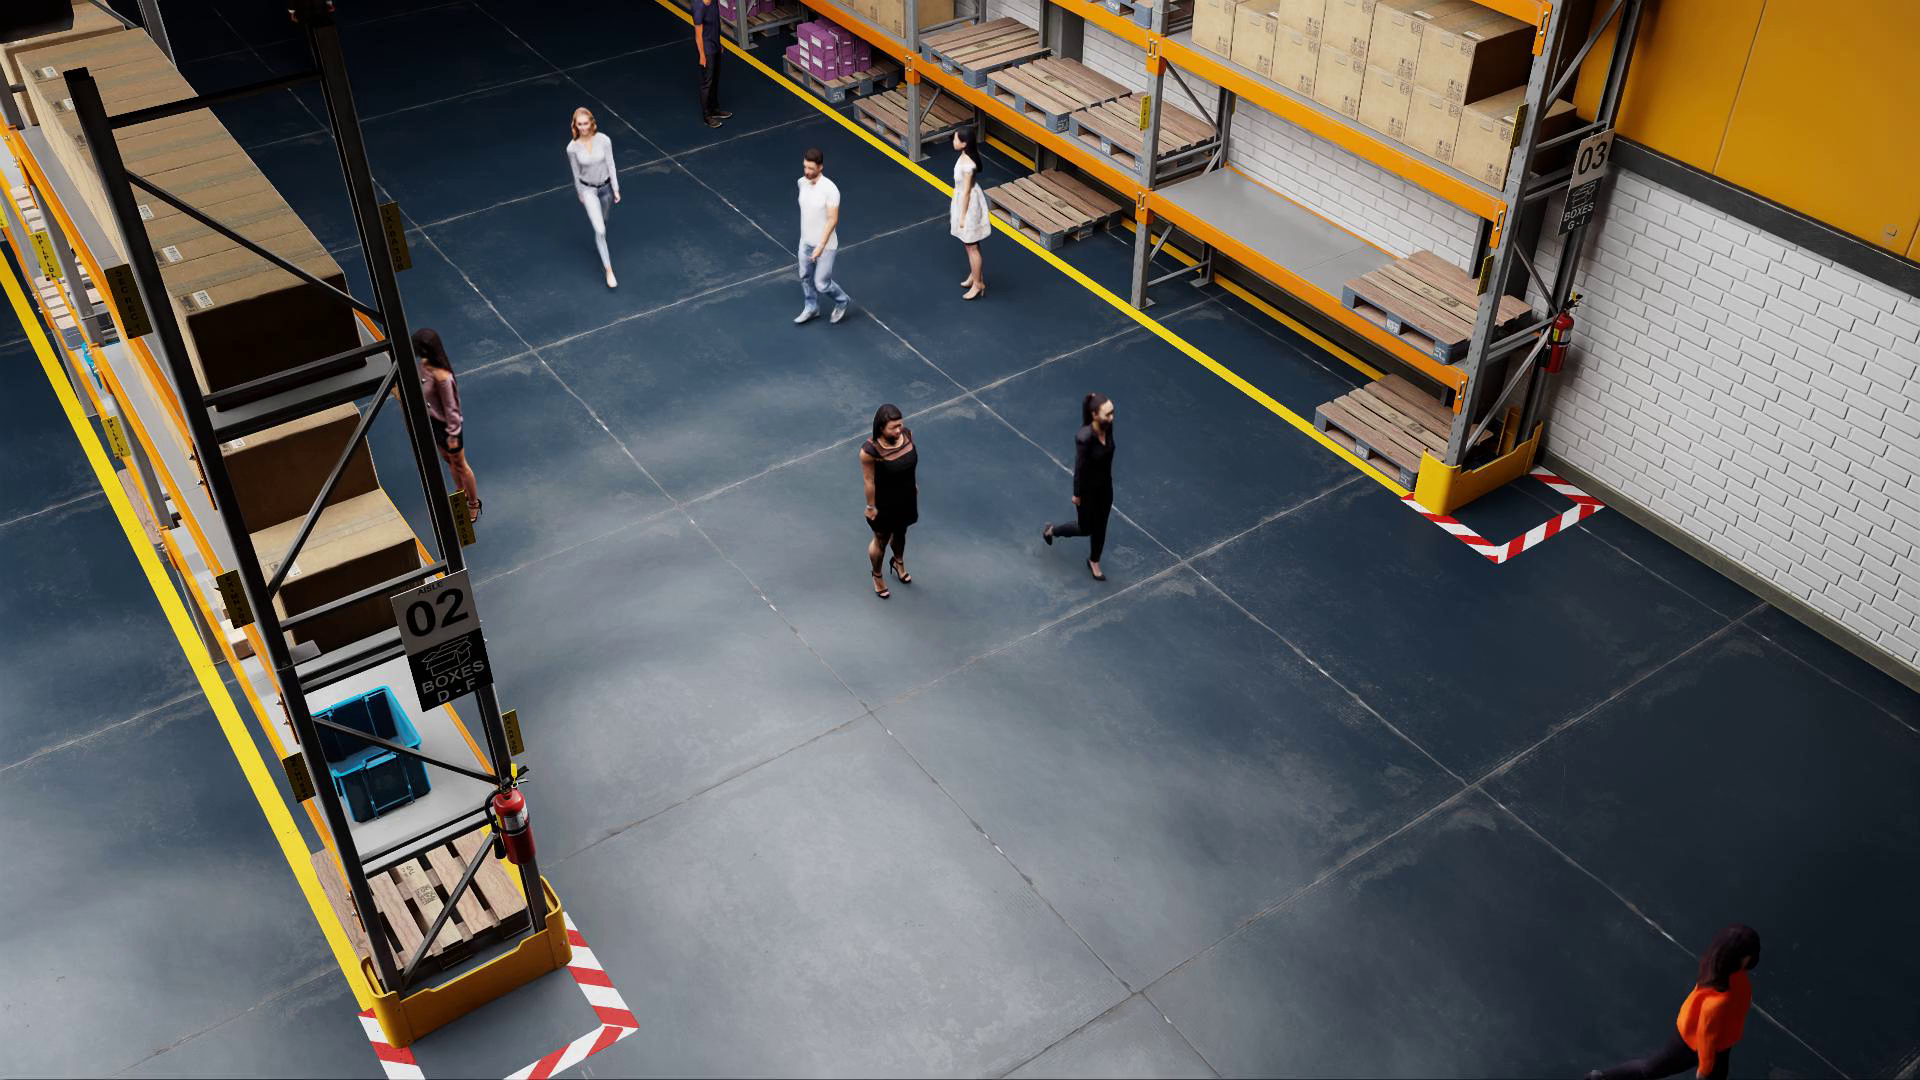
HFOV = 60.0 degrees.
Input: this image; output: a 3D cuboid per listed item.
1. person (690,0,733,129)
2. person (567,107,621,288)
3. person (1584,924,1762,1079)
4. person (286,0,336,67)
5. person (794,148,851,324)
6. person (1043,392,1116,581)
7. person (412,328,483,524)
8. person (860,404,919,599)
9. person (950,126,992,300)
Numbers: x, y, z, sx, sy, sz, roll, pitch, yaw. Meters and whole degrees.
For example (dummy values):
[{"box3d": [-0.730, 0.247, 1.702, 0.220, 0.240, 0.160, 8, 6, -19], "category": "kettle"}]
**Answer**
[{"box3d": [-2.928, -5.740, 19.404, 0.730, 1.791, 0.719, 12, 40, 15], "category": "person"}, {"box3d": [-3.633, -3.508, 16.647, 0.801, 1.745, 1.268, -13, 41, -16], "category": "person"}, {"box3d": [3.883, 2.646, 8.972, 1.189, 1.706, 0.875, 24, 44, 27], "category": "person"}, {"box3d": [-7.900, -6.528, 20.309, 0.769, 1.893, 0.854, -30, 47, -32], "category": "person"}, {"box3d": [-1.286, -2.856, 15.756, 0.828, 1.837, 0.785, -30, 47, -32], "category": "person"}, {"box3d": [0.963, -0.420, 12.814, 0.906, 1.702, 0.719, 27, 46, 30], "category": "person"}, {"box3d": [-4.118, -0.916, 13.347, 0.685, 1.811, 0.475, -27, 46, -29], "category": "person"}, {"box3d": [-0.532, -0.317, 12.673, 0.698, 1.717, 0.647, -32, 48, -33], "category": "person"}, {"box3d": [0.085, -3.207, 16.250, 0.845, 1.768, 0.749, -2, 39, -3], "category": "person"}]
